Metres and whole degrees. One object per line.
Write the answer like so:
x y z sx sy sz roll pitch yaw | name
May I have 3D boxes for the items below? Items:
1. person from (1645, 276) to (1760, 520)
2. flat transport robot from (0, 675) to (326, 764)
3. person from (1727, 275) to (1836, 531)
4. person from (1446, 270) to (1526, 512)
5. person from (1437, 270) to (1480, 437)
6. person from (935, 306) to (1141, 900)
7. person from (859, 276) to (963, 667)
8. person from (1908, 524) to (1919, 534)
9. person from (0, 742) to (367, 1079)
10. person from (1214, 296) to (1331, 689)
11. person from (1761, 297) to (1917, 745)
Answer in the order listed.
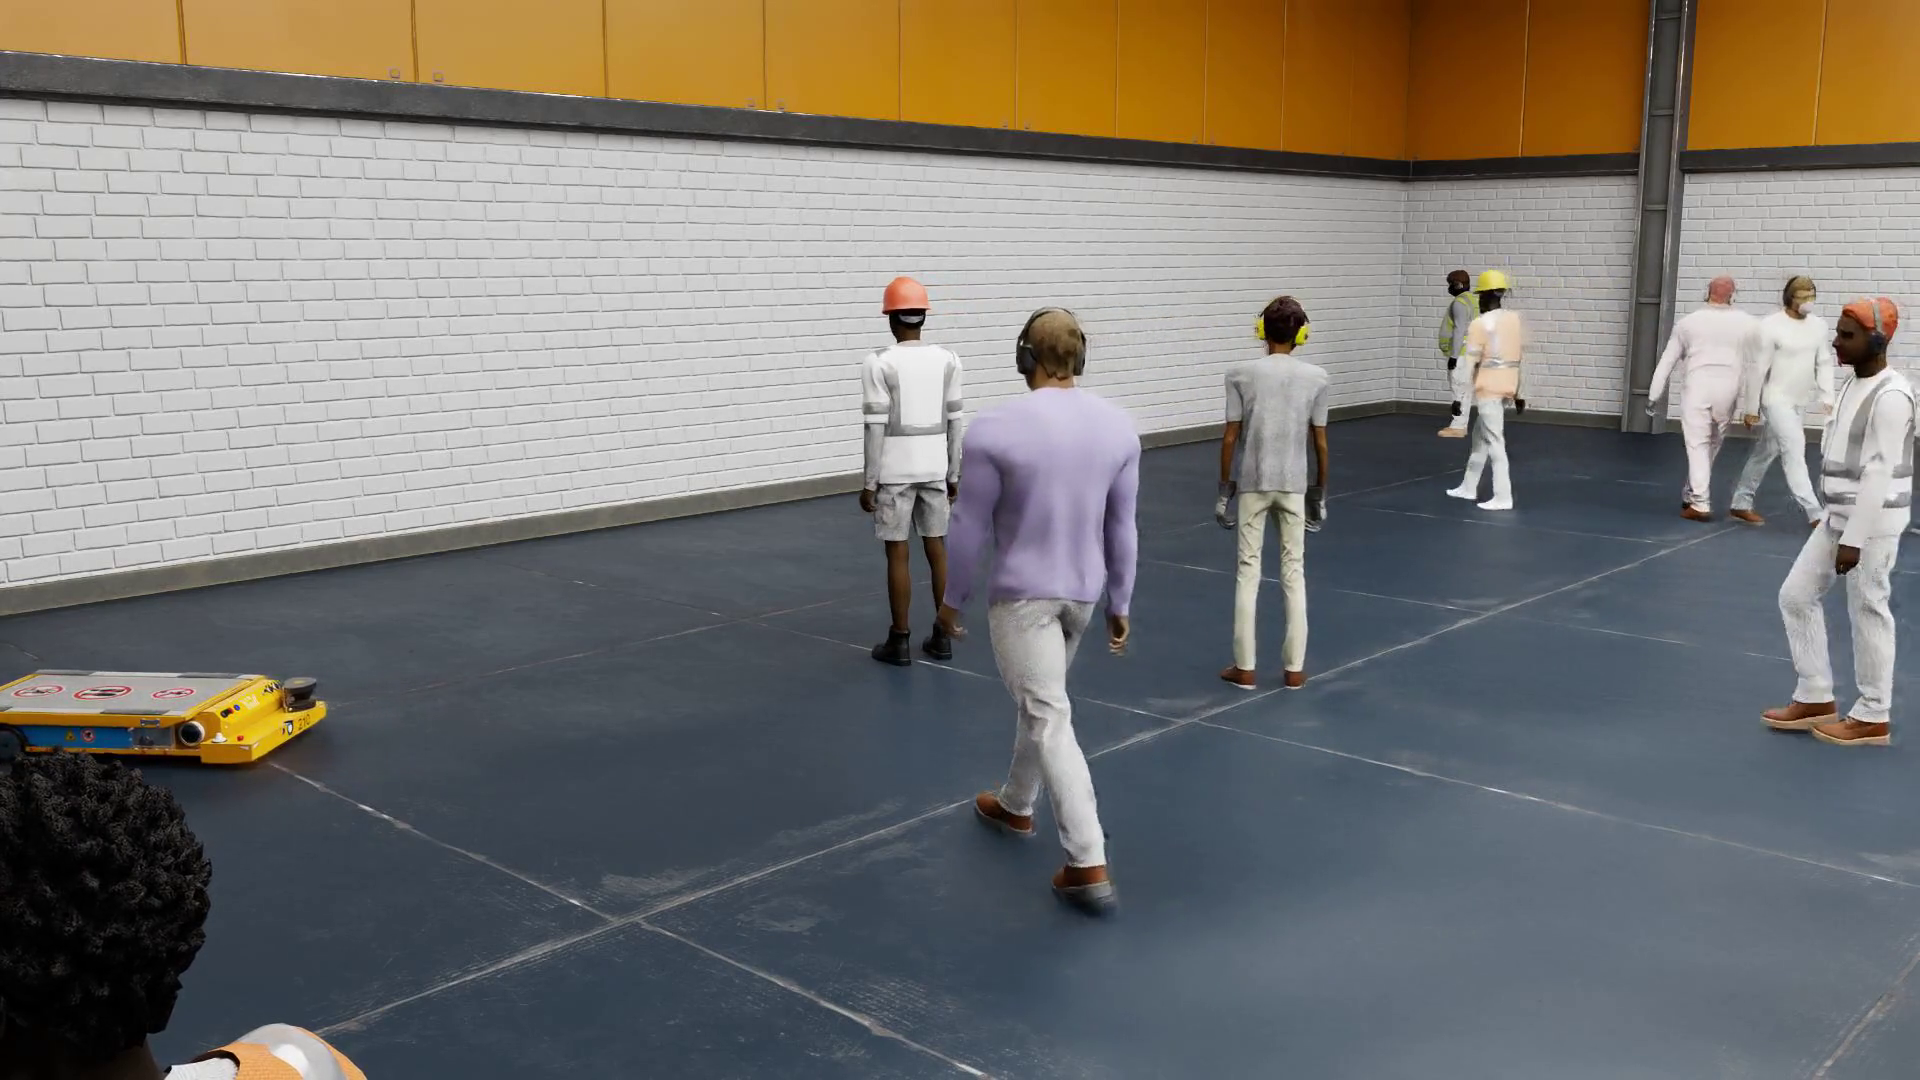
5.745 -1.106 12.901 0.778 1.842 0.980 1 10 8 | person
-3.497 0.729 6.965 1.431 0.197 0.652 1 10 4 | flat transport robot
6.073 -0.979 12.113 0.618 1.871 1.031 -5 11 -27 | person
4.166 -1.199 13.318 0.620 1.890 0.859 -7 12 -36 | person
5.486 -2.048 18.331 0.430 1.838 0.620 5 11 29 | person
0.289 0.182 5.474 0.630 1.897 1.014 -6 12 -31 | person
-0.259 -0.340 8.321 0.552 1.932 0.377 -5 11 -28 | person
7.112 -0.911 11.894 0.403 1.826 0.591 -2 10 -12 | person
-0.670 0.998 1.399 0.320 1.694 0.532 3 11 19 | person
1.468 -0.215 7.877 0.543 1.850 0.376 1 10 5 | person
3.641 -0.061 6.897 0.631 1.866 0.592 2 10 10 | person
